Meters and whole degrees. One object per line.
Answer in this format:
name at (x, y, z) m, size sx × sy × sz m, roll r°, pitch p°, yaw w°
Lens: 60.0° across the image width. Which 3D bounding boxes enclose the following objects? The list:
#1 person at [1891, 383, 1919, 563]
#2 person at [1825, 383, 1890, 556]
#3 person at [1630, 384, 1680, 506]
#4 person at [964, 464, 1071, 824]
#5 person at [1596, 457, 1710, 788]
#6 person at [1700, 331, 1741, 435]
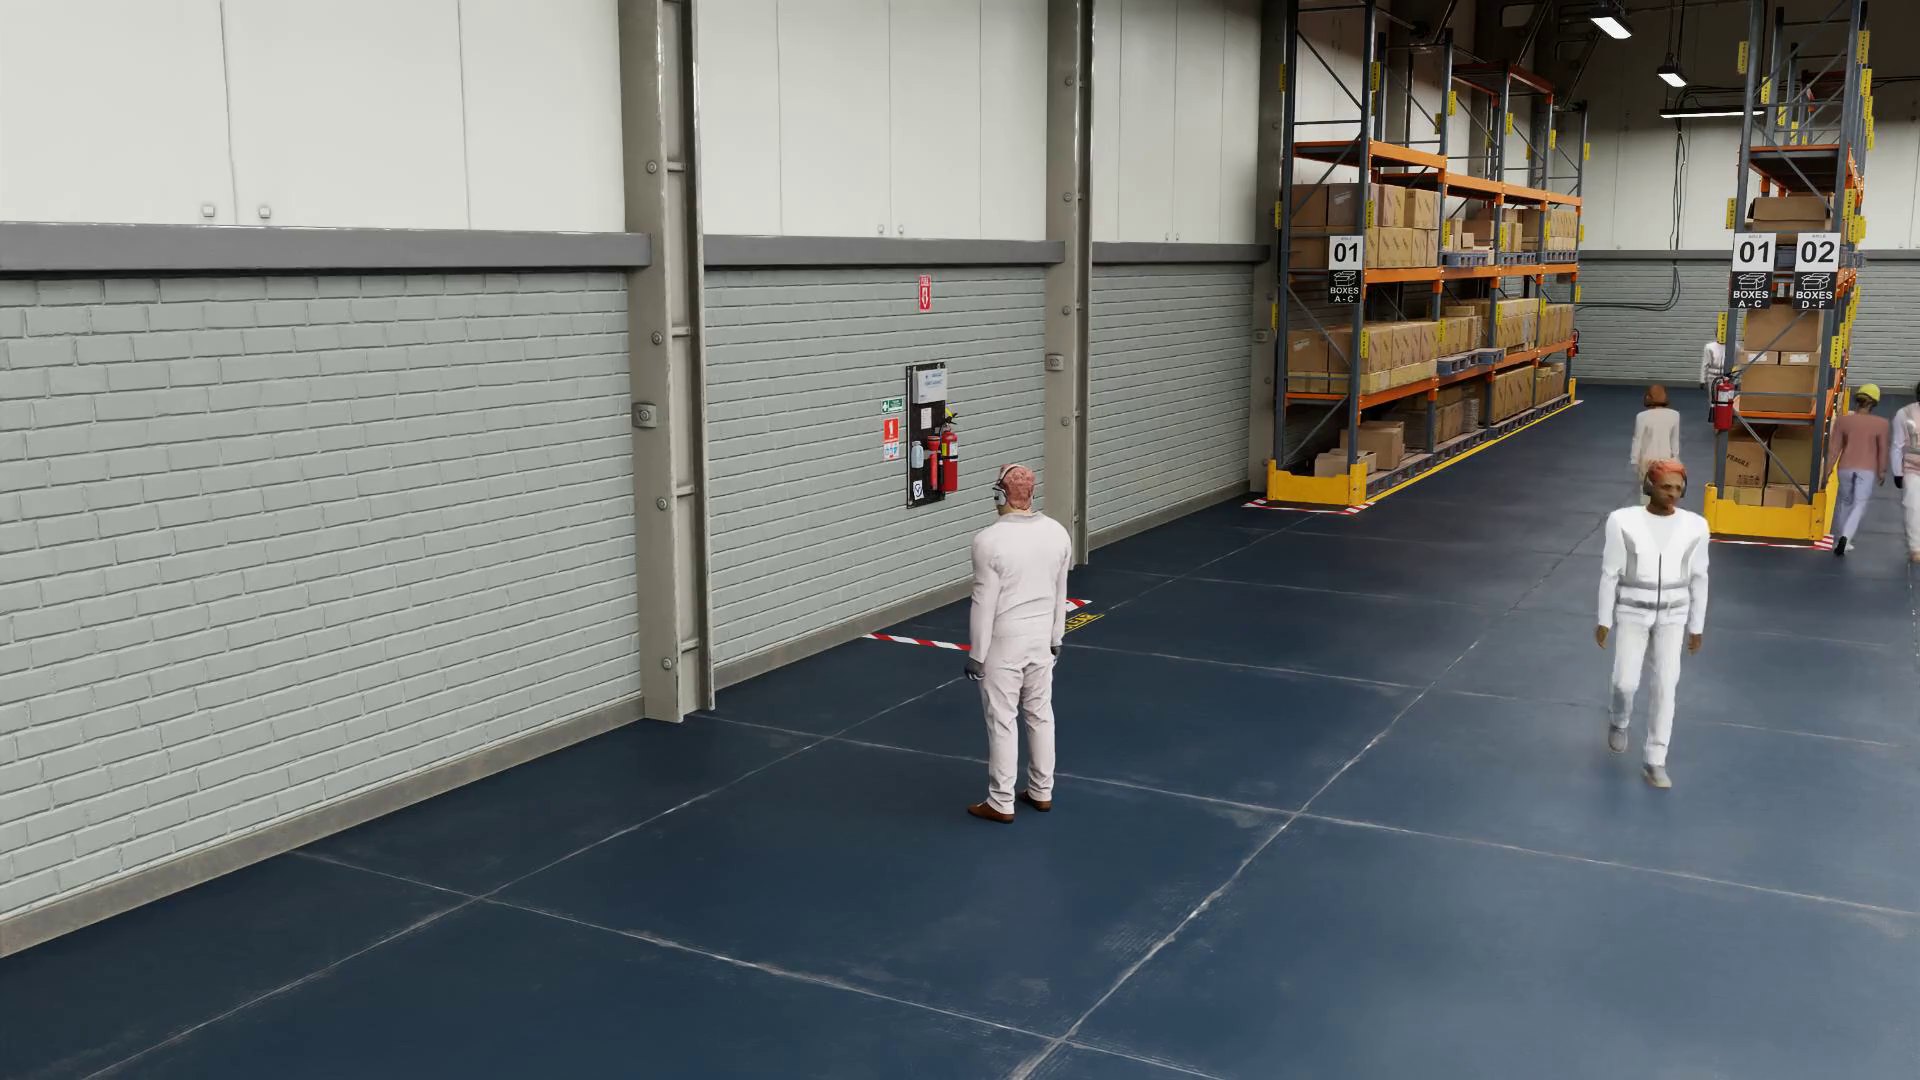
person at (9.374, -0.645, 16.084) m, size 0.640 × 1.812 × 0.712 m, roll 3°, pitch 10°, yaw 17°
person at (8.944, -0.697, 16.641) m, size 0.743 × 1.743 × 0.548 m, roll -9°, pitch 14°, yaw -44°
person at (7.475, -0.867, 17.912) m, size 0.513 × 1.616 × 0.376 m, roll -1°, pitch 10°, yaw -7°
person at (0.280, 0.544, 8.844) m, size 0.652 × 1.906 × 0.408 m, roll -8°, pitch 12°, yaw -39°
person at (3.951, 0.447, 9.531) m, size 0.607 × 1.867 × 0.591 m, roll 2°, pitch 10°, yaw 10°
person at (12.871, -2.719, 28.158) m, size 0.582 × 1.844 × 0.980 m, roll 5°, pitch 11°, yaw 27°
